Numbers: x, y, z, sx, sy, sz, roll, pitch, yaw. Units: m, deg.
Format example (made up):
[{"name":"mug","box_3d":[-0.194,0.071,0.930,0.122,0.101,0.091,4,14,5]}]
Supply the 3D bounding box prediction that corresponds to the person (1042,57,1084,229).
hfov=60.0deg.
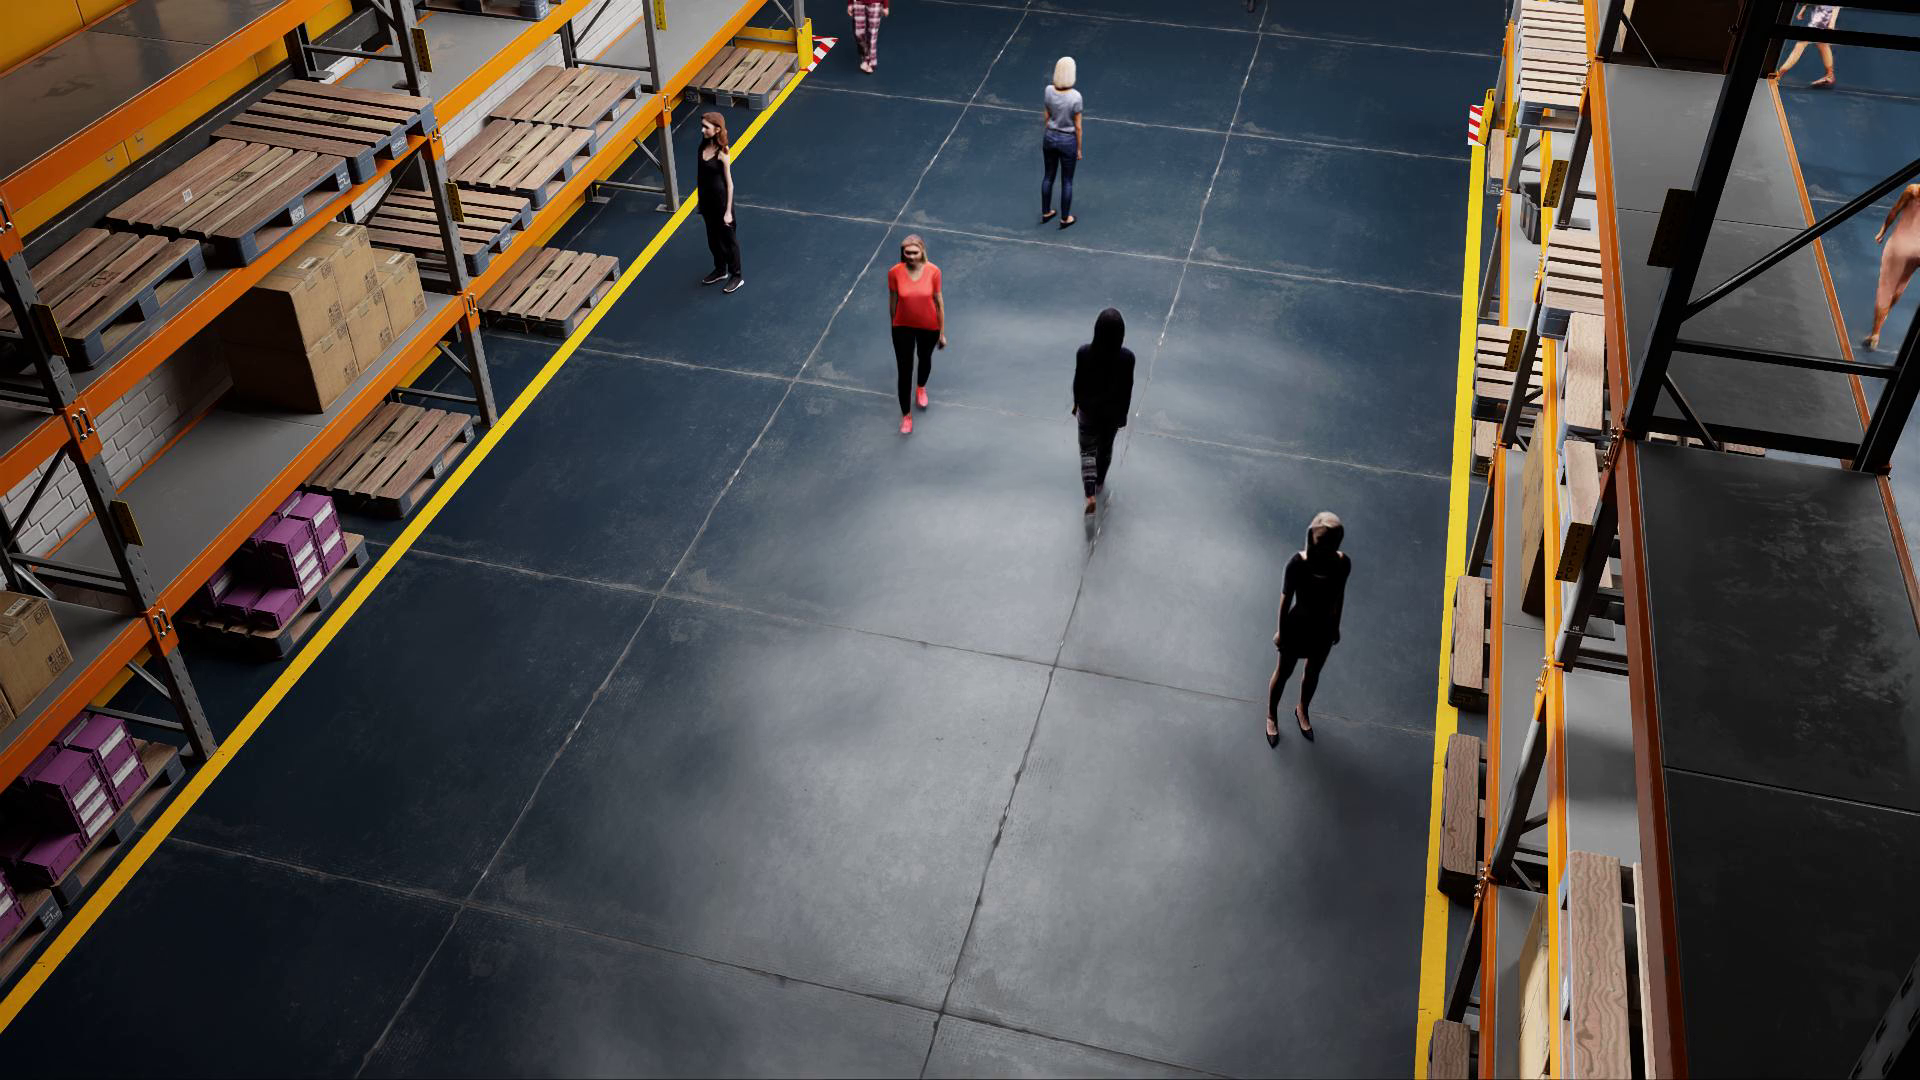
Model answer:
[{"name":"person","box_3d":[0.992,-3.920,16.390,0.607,1.722,0.592,20,43,23]}]

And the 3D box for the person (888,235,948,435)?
[{"name":"person","box_3d":[-0.356,-1.791,13.775,0.835,1.658,1.110,-3,39,-4]}]

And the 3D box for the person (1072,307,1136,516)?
[{"name":"person","box_3d":[1.062,-0.961,12.688,0.725,1.716,0.997,3,39,4]}]

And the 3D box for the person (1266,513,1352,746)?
[{"name":"person","box_3d":[2.239,0.570,10.680,0.656,1.830,0.635,-5,39,-6]}]

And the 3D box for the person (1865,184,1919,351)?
[{"name":"person","box_3d":[8.267,-2.478,14.515,0.629,1.808,0.843,11,40,13]}]

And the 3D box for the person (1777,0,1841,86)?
[{"name":"person","box_3d":[9.908,-5.949,18.964,0.845,1.680,1.124,2,39,2]}]

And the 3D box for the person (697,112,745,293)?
[{"name":"person","box_3d":[-2.229,-3.147,15.400,0.647,1.748,0.646,26,45,28]}]

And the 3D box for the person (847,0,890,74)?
[{"name":"person","box_3d":[-1.082,-6.308,19.403,0.721,1.694,0.689,-1,39,-1]}]
